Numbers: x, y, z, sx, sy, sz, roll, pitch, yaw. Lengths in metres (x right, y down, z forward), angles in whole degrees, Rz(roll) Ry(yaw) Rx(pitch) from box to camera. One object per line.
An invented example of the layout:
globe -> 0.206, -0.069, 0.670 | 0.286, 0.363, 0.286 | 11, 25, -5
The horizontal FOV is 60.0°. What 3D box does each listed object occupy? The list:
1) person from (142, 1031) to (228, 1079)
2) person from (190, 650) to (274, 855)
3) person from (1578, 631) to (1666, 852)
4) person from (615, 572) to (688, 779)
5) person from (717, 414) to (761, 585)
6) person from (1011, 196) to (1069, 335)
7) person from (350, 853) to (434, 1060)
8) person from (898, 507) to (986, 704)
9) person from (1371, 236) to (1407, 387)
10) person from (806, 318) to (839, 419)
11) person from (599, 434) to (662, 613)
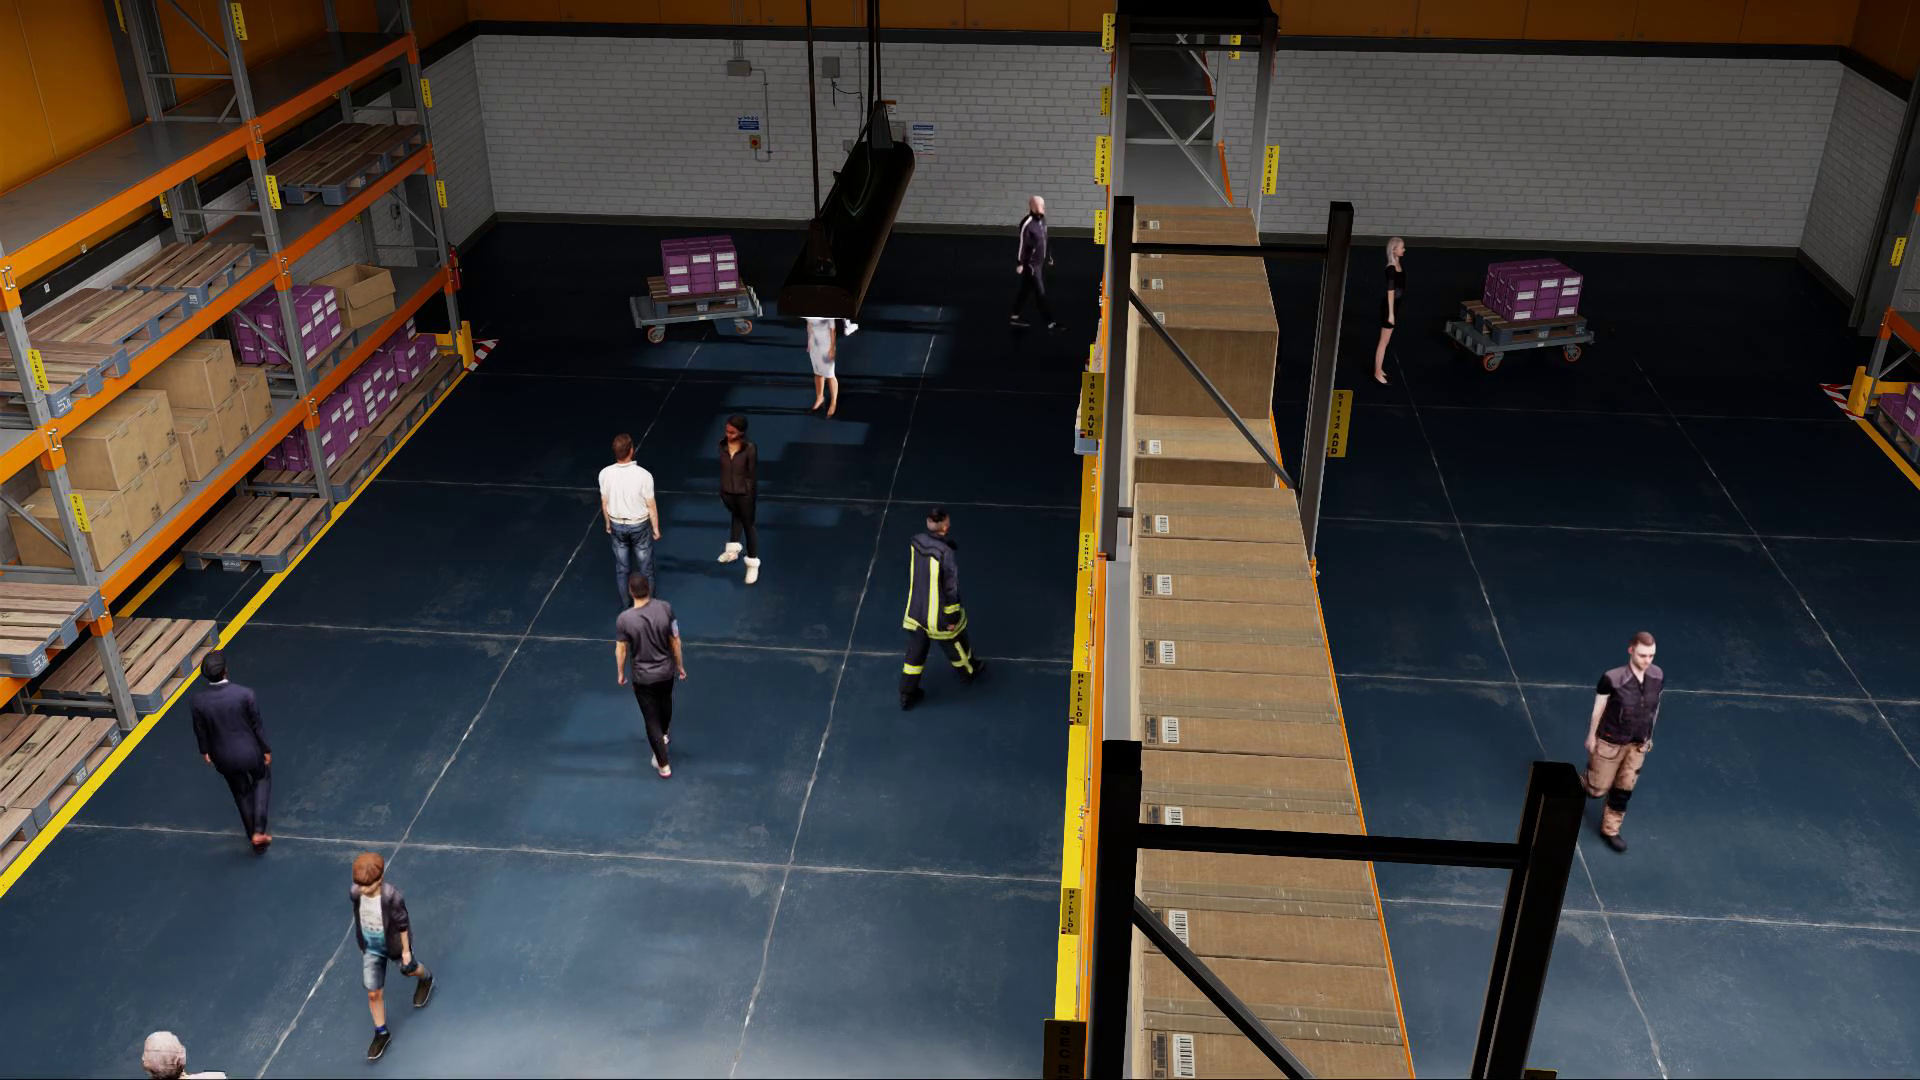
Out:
person -> -3.933, 3.401, 8.767 | 0.909, 1.849, 0.969 | -21, 35, -33
person -> -5.294, 1.624, 12.167 | 0.747, 1.713, 0.747 | -6, 29, -11
person -> 4.884, 1.430, 12.406 | 0.818, 1.824, 0.947 | -6, 29, -11
person -> -2.399, 1.094, 13.110 | 0.952, 1.740, 1.059 | -14, 32, -24
person -> -2.164, -0.387, 15.911 | 0.801, 1.659, 0.657 | 2, 29, 5
person -> 0.849, -3.587, 21.636 | 1.063, 1.793, 1.185 | 15, 32, 25
person -> -3.665, 2.568, 10.750 | 0.552, 1.412, 0.965 | 4, 29, 7
person -> -0.273, 0.572, 13.985 | 1.168, 1.819, 1.282 | 24, 37, 37
person -> 5.191, -2.783, 20.123 | 0.668, 1.830, 0.487 | 7, 29, 12
person -> -1.593, -2.261, 19.252 | 0.646, 1.750, 0.676 | 22, 35, 34
person -> -3.014, -0.105, 15.187 | 0.664, 1.856, 0.566 | 4, 29, 7
